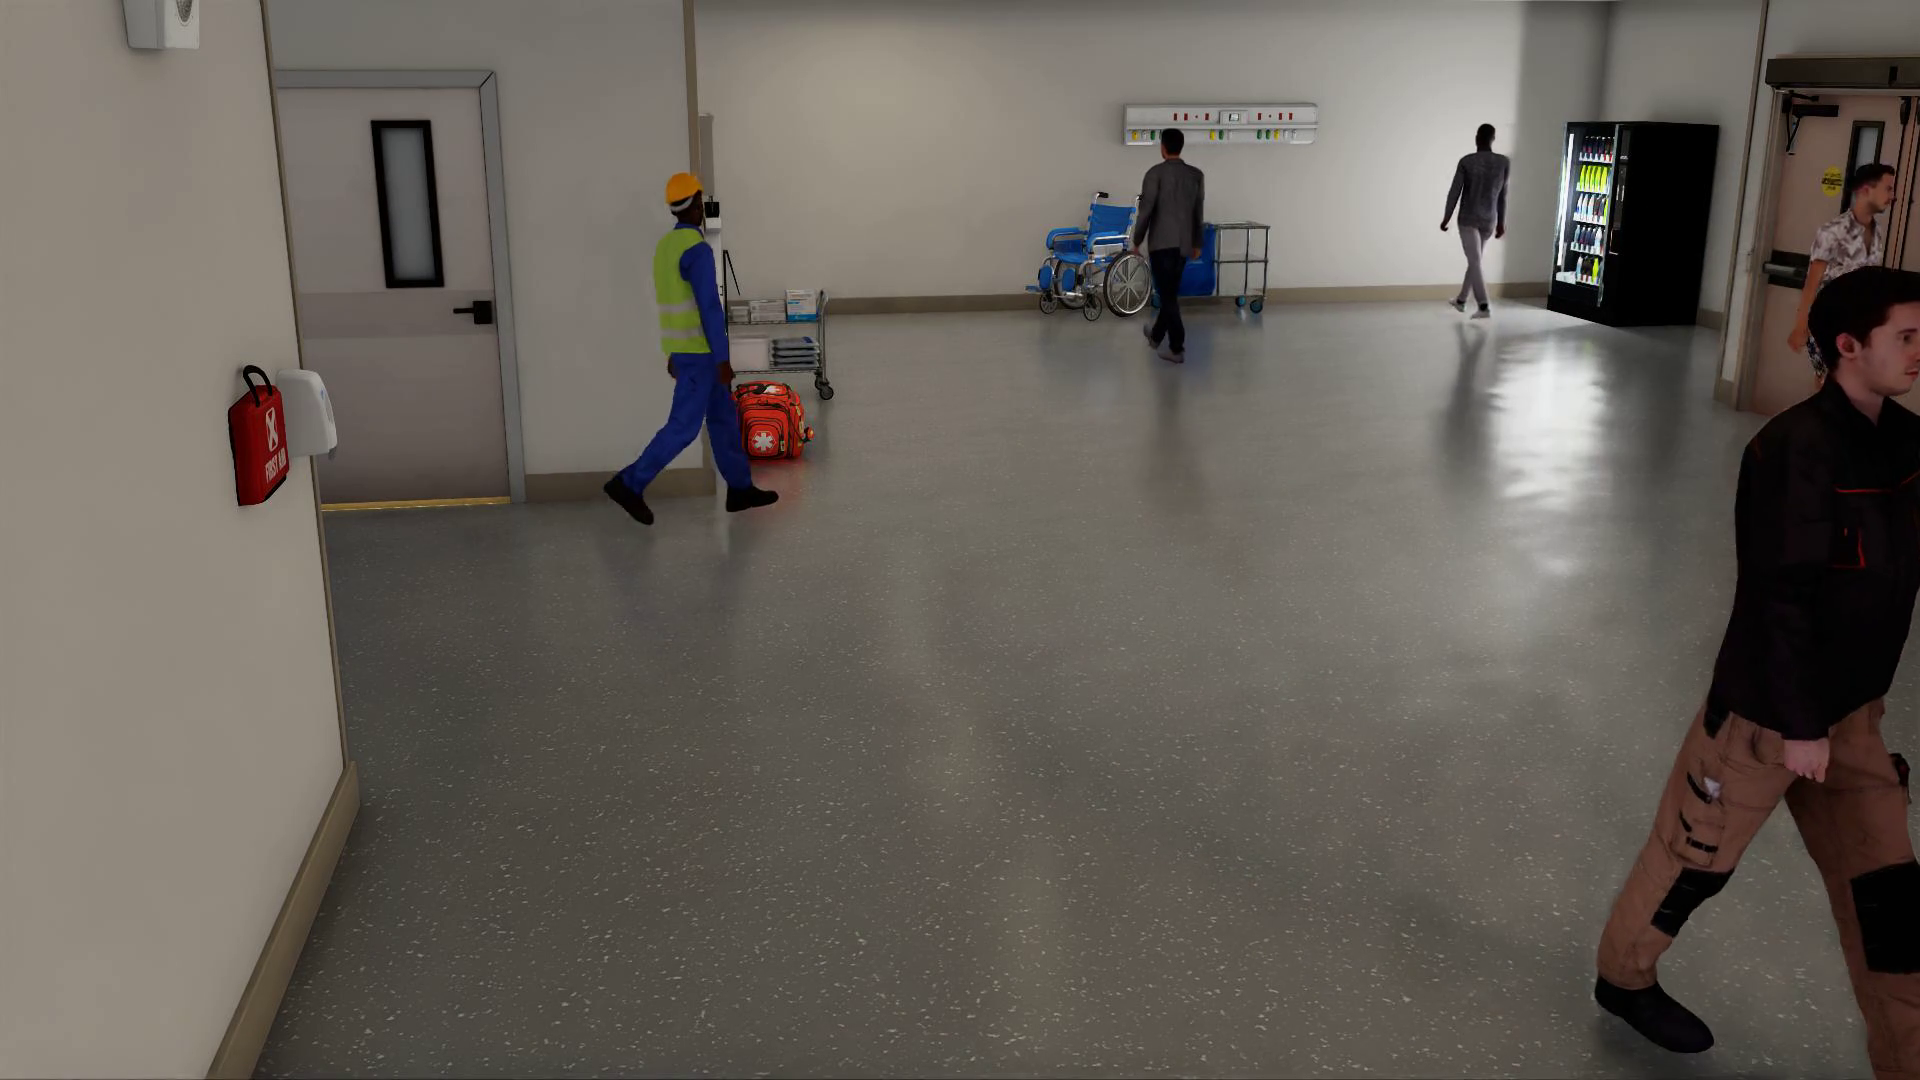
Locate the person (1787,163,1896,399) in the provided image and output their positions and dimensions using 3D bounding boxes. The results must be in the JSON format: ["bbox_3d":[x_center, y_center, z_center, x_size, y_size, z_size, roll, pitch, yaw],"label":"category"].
[{"bbox_3d":[4.993,-1.264,9.651,0.786,1.795,0.761,-7,17,-23],"label":"person"}]

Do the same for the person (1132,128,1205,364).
[{"bbox_3d":[1.734,-2.338,13.391,0.887,1.833,1.176,-7,17,-24],"label":"person"}]

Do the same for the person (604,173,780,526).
[{"bbox_3d":[-1.467,-0.954,8.584,1.006,1.777,1.212,-7,17,-24],"label":"person"}]

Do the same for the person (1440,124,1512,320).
[{"bbox_3d":[4.890,-2.951,15.634,0.696,1.797,1.143,-2,16,-9],"label":"person"}]

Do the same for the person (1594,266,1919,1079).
[{"bbox_3d":[1.777,0.371,3.723,1.055,1.866,1.334,-11,19,-33],"label":"person"}]
